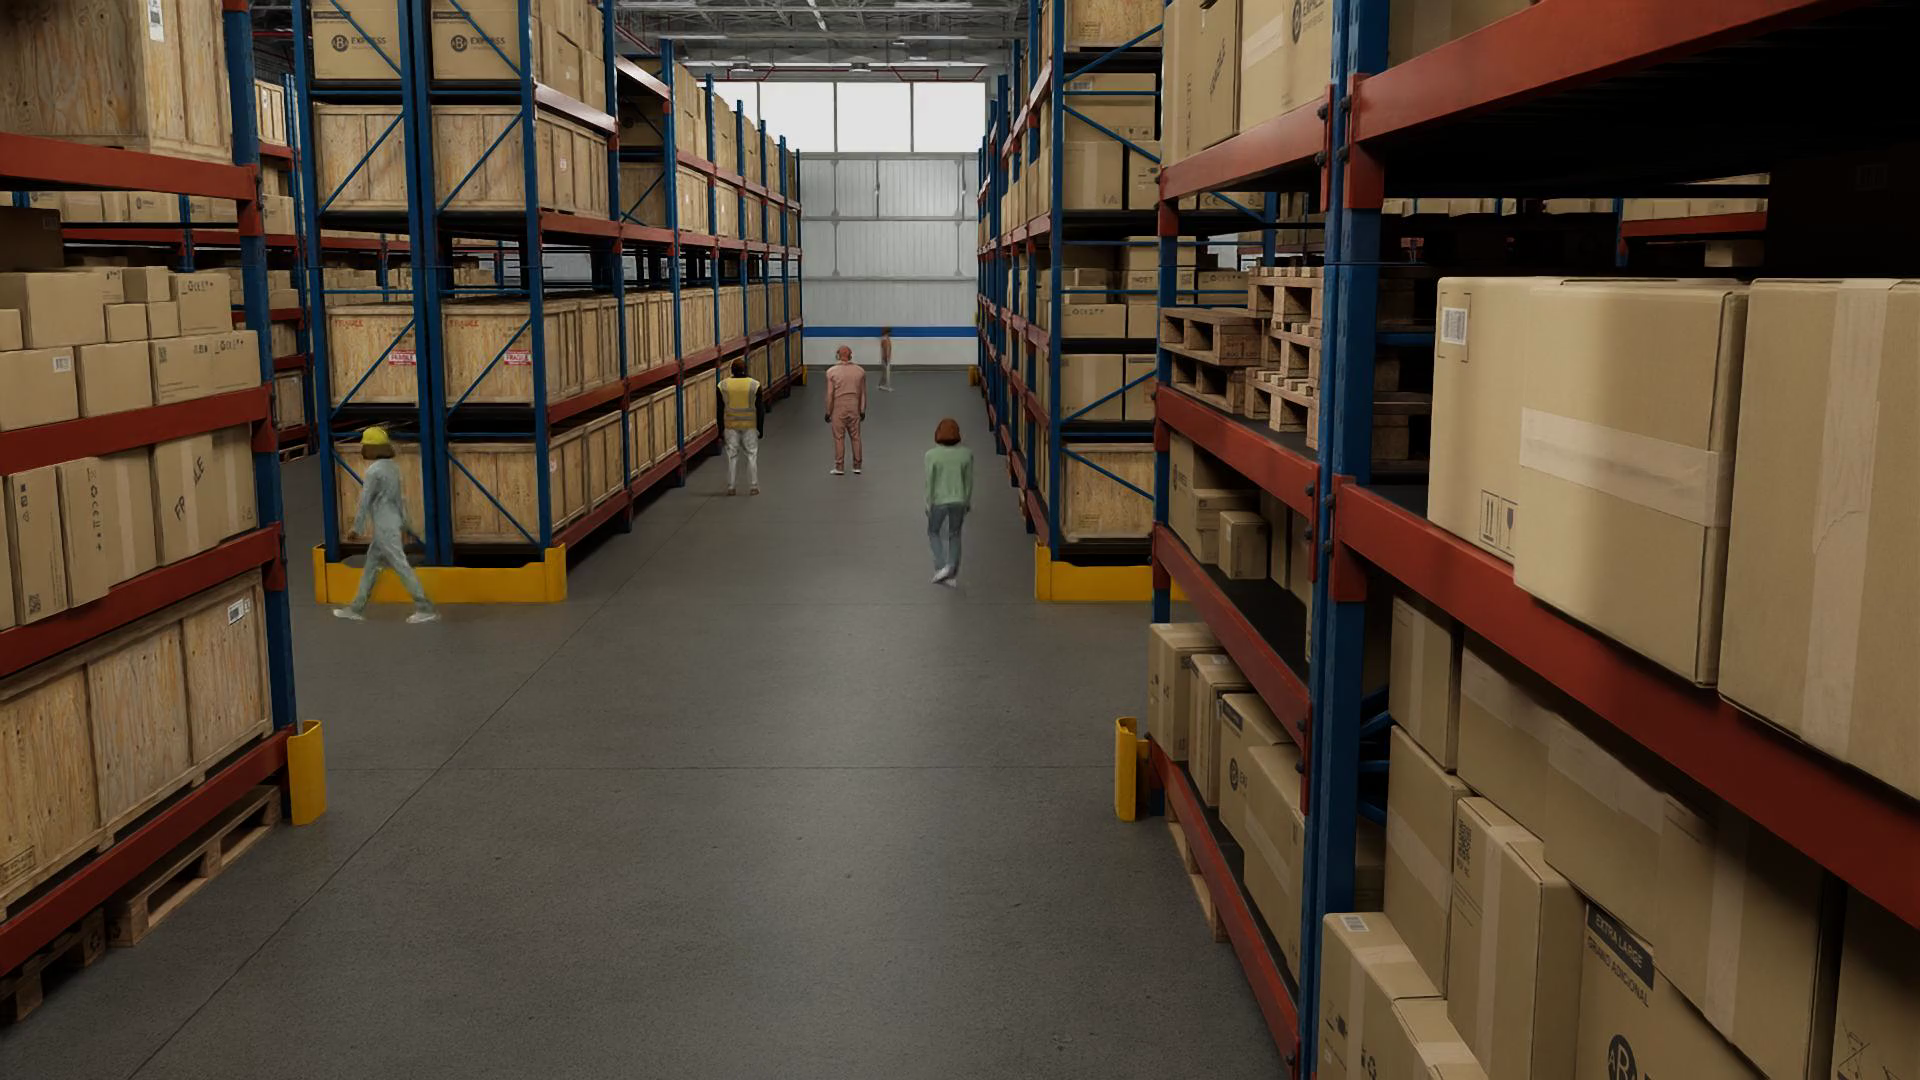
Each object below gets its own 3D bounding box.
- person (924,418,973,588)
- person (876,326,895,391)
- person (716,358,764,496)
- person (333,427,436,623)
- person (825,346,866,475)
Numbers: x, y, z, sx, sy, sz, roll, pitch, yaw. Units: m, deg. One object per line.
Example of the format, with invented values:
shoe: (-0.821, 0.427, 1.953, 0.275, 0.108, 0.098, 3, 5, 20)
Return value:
person: (-0.116, -0.355, 15.883, 0.514, 1.615, 0.408, -3, 10, -19)
person: (-1.887, -4.519, 41.448, 0.544, 1.618, 0.597, 1, 9, 7)
person: (-2.942, -1.509, 22.292, 0.634, 1.839, 0.429, -1, 9, -5)
person: (-4.945, -0.123, 14.244, 0.924, 1.693, 0.488, 0, 9, 0)
person: (-1.705, -1.915, 24.576, 0.651, 1.906, 0.401, -5, 10, -26)
